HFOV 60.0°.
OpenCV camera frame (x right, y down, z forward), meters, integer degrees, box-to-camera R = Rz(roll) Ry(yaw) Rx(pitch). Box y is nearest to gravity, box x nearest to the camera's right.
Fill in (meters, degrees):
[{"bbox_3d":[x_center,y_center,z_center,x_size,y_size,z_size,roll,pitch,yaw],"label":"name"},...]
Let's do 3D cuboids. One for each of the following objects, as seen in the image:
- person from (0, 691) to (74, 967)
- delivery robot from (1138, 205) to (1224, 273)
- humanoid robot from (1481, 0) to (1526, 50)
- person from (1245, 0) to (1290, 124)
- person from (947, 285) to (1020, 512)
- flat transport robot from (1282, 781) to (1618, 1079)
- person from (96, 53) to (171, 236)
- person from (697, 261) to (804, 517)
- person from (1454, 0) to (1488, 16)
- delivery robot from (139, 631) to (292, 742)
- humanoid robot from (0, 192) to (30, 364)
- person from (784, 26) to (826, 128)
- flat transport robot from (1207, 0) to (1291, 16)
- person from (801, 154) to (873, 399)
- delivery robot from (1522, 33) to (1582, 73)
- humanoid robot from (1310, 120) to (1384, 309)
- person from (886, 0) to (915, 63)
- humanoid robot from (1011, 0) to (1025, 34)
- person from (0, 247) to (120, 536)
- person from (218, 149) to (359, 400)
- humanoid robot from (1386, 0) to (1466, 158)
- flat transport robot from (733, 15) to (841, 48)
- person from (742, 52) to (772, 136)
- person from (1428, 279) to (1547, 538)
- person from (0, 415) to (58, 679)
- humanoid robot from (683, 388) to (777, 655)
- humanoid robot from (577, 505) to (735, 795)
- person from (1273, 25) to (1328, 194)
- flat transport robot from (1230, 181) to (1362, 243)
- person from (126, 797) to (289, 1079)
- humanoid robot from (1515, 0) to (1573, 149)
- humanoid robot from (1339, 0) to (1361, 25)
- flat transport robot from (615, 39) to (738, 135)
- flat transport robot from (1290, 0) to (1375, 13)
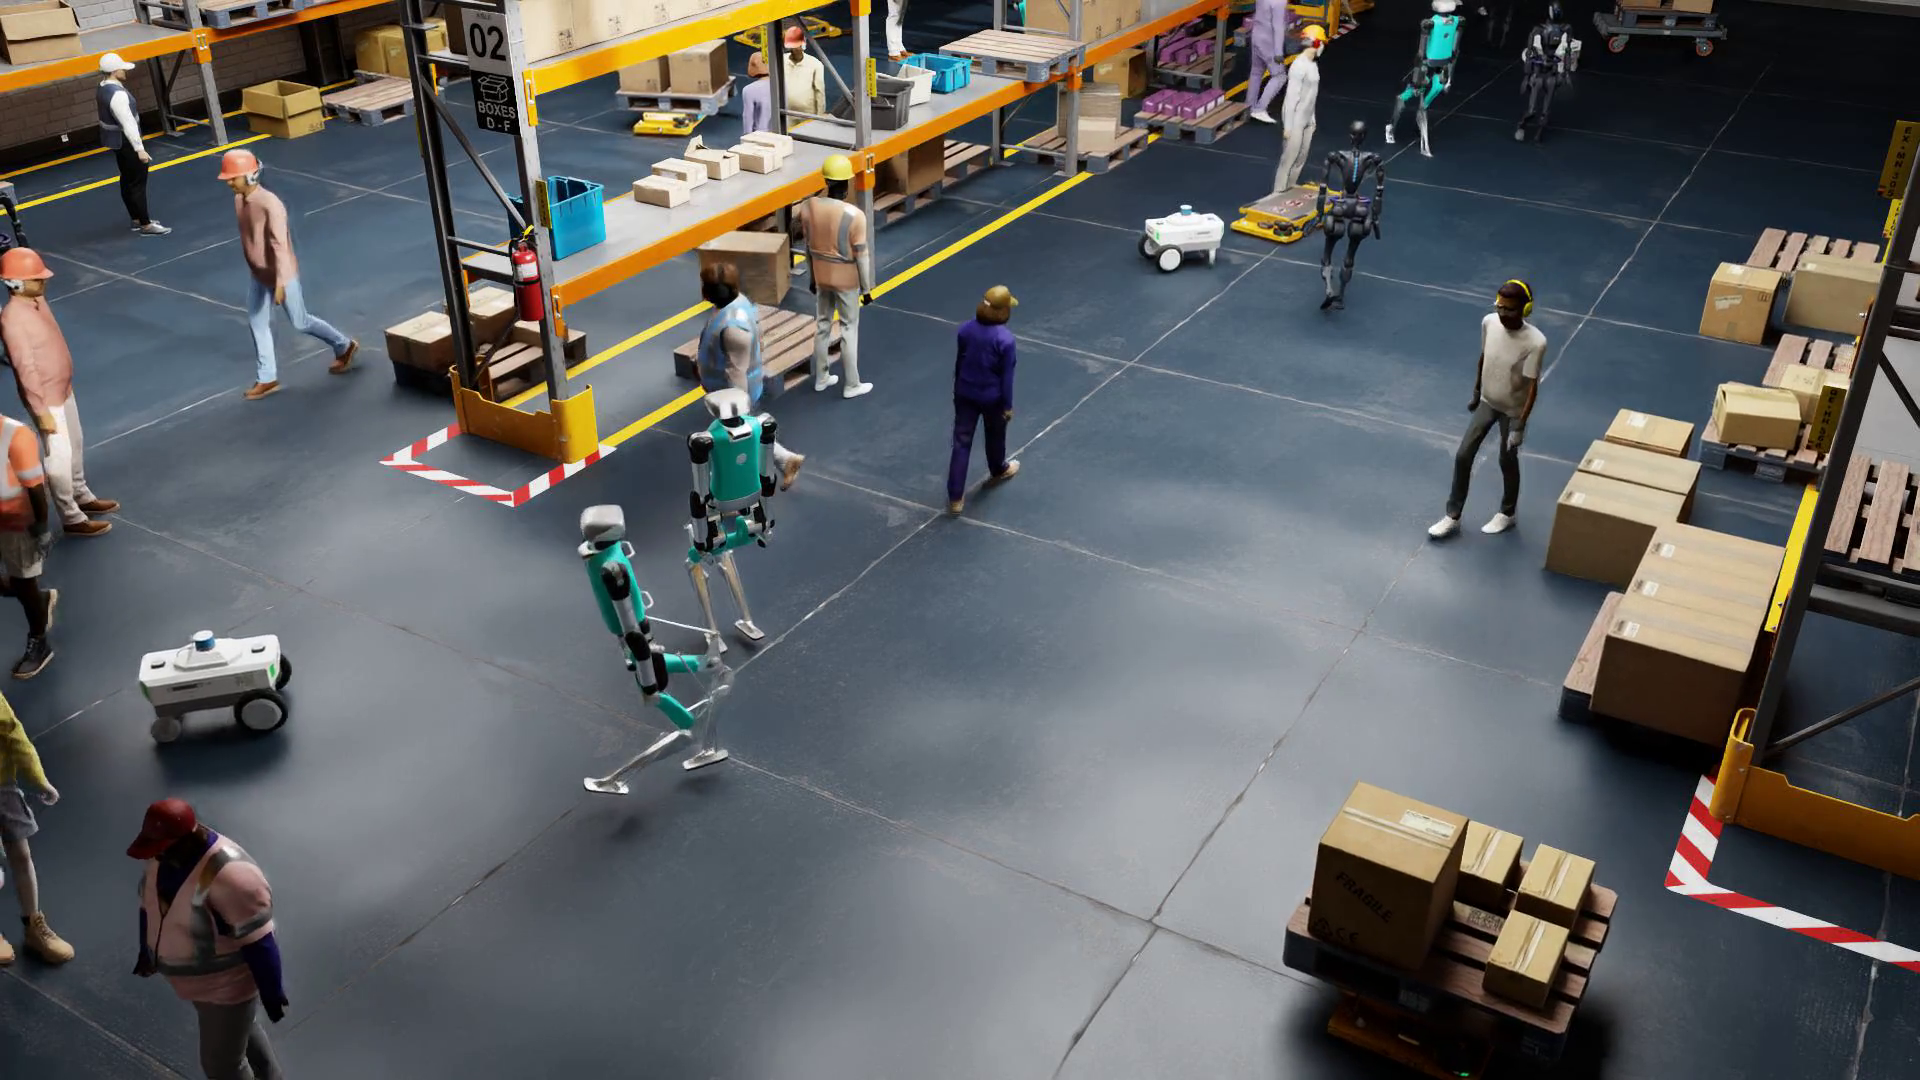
[{"bbox_3d":[-4.334,1.111,7.344,0.474,1.875,0.492,16,33,25],"label":"person"},{"bbox_3d":[2.094,-2.852,15.695,0.766,0.594,0.523,-8,30,-14],"label":"delivery robot"},{"bbox_3d":[7.590,-7.685,23.117,0.603,1.644,0.391,5,30,8],"label":"humanoid robot"},{"bbox_3d":[3.677,-5.872,19.714,0.403,1.871,0.671,-8,30,-14],"label":"person"},{"bbox_3d":[0.155,-0.991,11.369,0.523,1.565,0.823,16,33,26],"label":"person"},{"bbox_3d":[2.247,1.878,7.620,0.659,0.231,1.431,17,34,27],"label":"flat transport robot"},{"bbox_3d":[-8.132,-3.865,16.265,0.449,1.755,0.772,-24,37,-35],"label":"person"},{"bbox_3d":[-1.457,-1.008,11.157,0.709,1.822,0.629,-5,30,-9],"label":"person"},{"bbox_3d":[7.865,-8.962,25.232,0.489,1.806,0.923,-3,30,-6],"label":"person"},{"bbox_3d":[-4.138,0.776,9.269,0.773,0.586,0.499,-9,31,-15],"label":"delivery robot"},{"bbox_3d":[-7.836,-2.263,13.524,0.489,1.641,0.612,24,37,36],"label":"humanoid robot"},{"bbox_3d":[-1.685,-4.474,17.359,0.573,1.744,0.352,8,31,15],"label":"person"},{"bbox_3d":[4.391,-8.220,25.482,1.431,0.231,0.659,-6,30,-11],"label":"flat transport robot"},{"bbox_3d":[-0.938,-2.027,12.852,0.583,1.919,0.386,16,33,27],"label":"person"},{"bbox_3d":[7.965,-6.594,22.335,0.504,0.614,0.786,-11,31,-19],"label":"delivery robot"},{"bbox_3d":[3.379,-2.803,14.469,0.610,1.637,0.485,2,30,3],"label":"humanoid robot"},{"bbox_3d":[-0.829,-7.446,22.418,0.373,1.940,0.628,7,30,12],"label":"person"},{"bbox_3d":[0.956,-7.278,22.436,0.546,1.902,0.750,4,30,6],"label":"humanoid robot"},{"bbox_3d":[-5.947,-0.963,10.908,0.406,1.984,0.613,-5,30,-9],"label":"person"},{"bbox_3d":[-5.300,-2.115,12.975,0.607,1.957,0.915,18,34,29],"label":"person"},{"bbox_3d":[5.169,-5.268,18.778,0.544,1.759,0.969,-10,31,-17],"label":"humanoid robot"},{"bbox_3d":[-2.470,-7.271,23.805,1.431,0.231,0.659,-21,36,-33],"label":"flat transport robot"},{"bbox_3d":[-1.964,-4.104,16.825,0.501,1.628,0.280,-19,35,-30],"label":"person"},{"bbox_3d":[3.454,-0.826,10.815,0.809,1.831,0.591,-20,35,-31],"label":"person"},{"bbox_3d":[-5.447,-0.129,9.475,0.630,1.936,0.478,4,30,8],"label":"person"},{"bbox_3d":[-1.397,-0.154,9.641,0.530,1.707,0.732,-19,35,-30],"label":"humanoid robot"},{"bbox_3d":[-1.482,0.566,8.439,1.009,1.716,0.530,-12,32,-20],"label":"humanoid robot"},{"bbox_3d":[3.387,-4.219,16.809,0.340,1.859,0.770,17,33,27],"label":"person"},{"bbox_3d":[3.411,-3.320,16.815,0.659,0.231,1.431,24,37,36],"label":"flat transport robot"},{"bbox_3d":[-2.928,1.694,6.450,0.661,1.734,0.516,20,35,31],"label":"person"},{"bbox_3d":[6.648,-5.295,18.878,0.591,1.652,0.400,-5,30,-8],"label":"humanoid robot"},{"bbox_3d":[5.806,-8.499,24.487,0.772,1.767,0.532,18,34,29],"label":"humanoid robot"},{"bbox_3d":[-3.401,-5.189,20.120,0.659,0.231,1.431,5,30,8],"label":"flat transport robot"},{"bbox_3d":[5.633,-8.395,25.792,1.431,0.231,0.659,23,37,34],"label":"flat transport robot"}]
